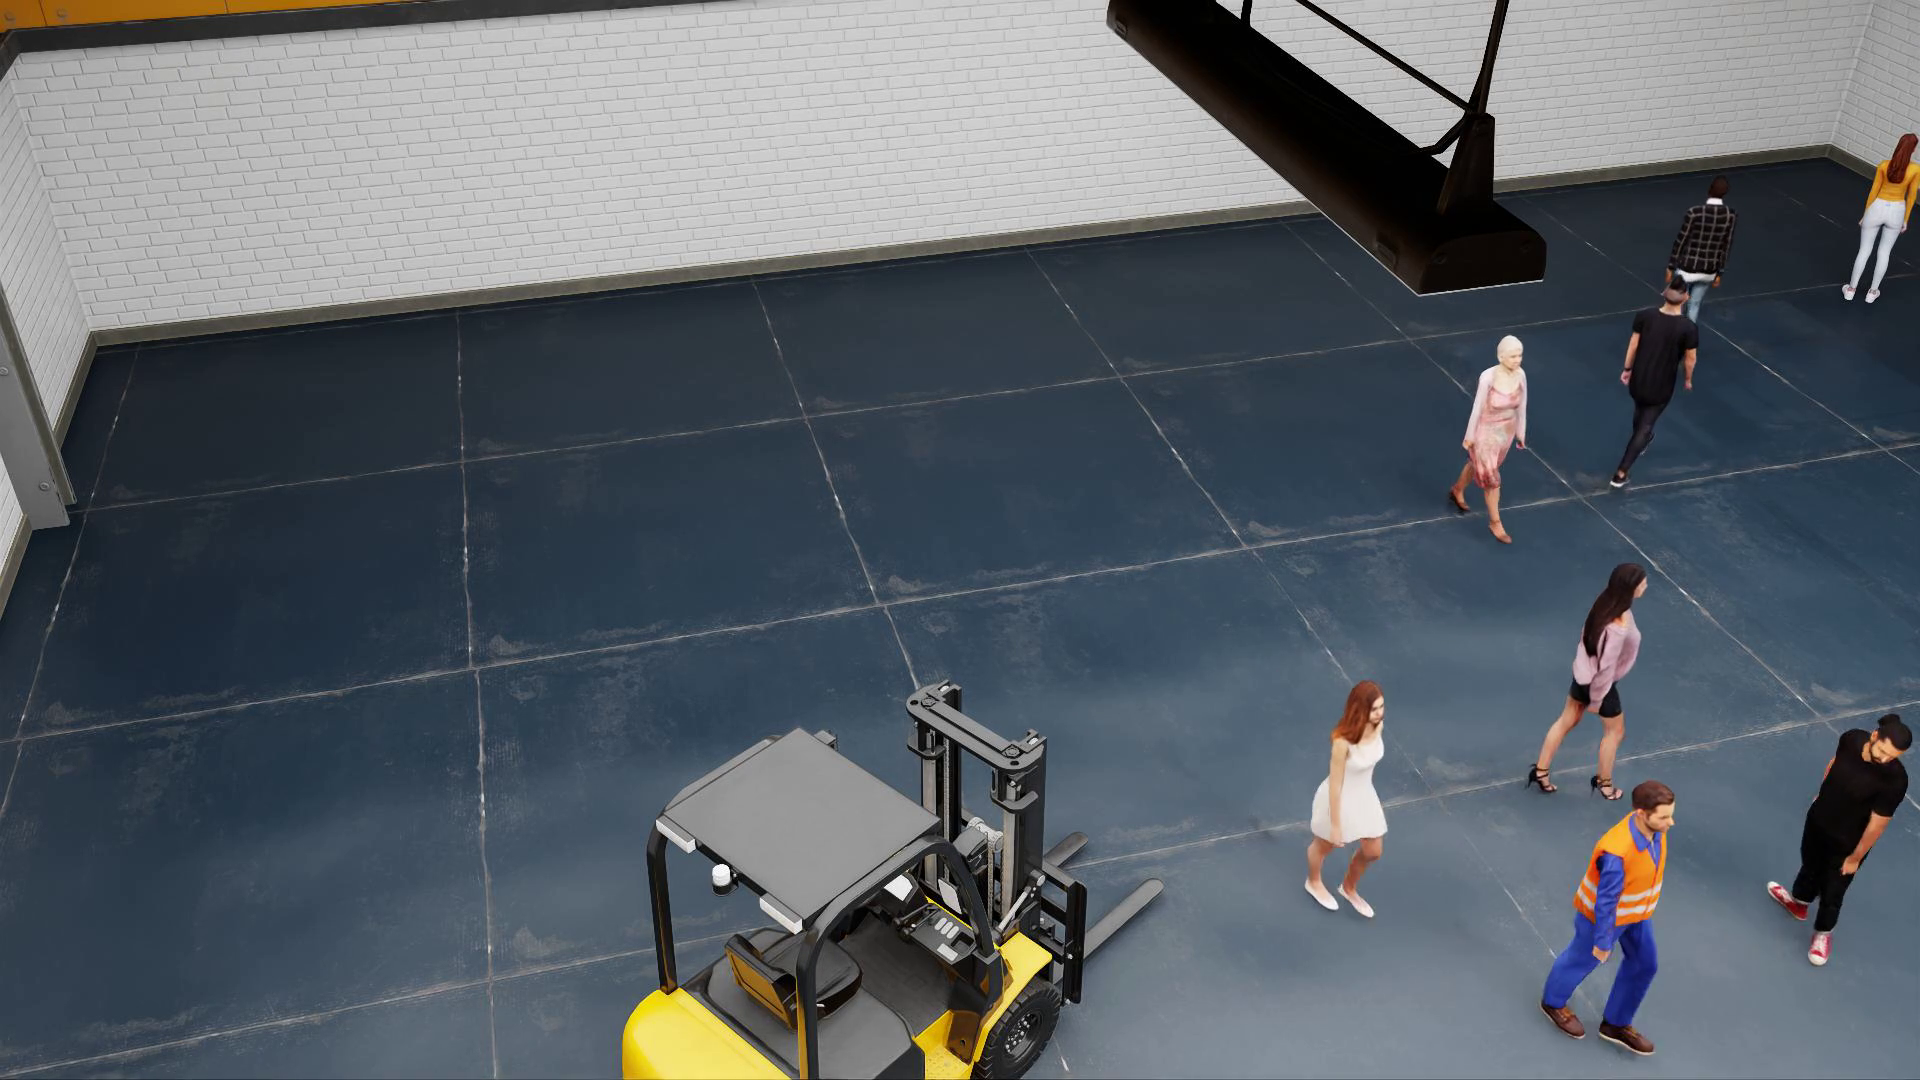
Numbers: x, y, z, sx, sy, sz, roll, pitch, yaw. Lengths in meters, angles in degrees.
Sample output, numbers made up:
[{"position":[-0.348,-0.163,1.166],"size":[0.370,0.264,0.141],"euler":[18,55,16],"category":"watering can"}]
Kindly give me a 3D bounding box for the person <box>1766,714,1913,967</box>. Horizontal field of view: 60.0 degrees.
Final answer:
[{"position":[4.970,1.580,9.391],"size":[0.881,1.729,0.471],"euler":[0,34,1],"category":"person"}]

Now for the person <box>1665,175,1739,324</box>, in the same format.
[{"position":[6.838,-2.463,15.401],"size":[0.888,1.809,1.019],"euler":[5,34,8],"category":"person"}]

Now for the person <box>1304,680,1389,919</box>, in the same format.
[{"position":[2.164,1.454,9.610],"size":[0.640,1.697,0.712],"euler":[-16,37,-22],"category":"person"}]

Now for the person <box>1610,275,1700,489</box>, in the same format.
[{"position":[5.652,-1.275,13.609],"size":[1.218,1.814,1.126],"euler":[29,43,36],"category":"person"}]

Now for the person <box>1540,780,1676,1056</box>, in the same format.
[{"position":[3.370,1.917,8.779],"size":[0.915,1.844,0.998],"euler":[-24,41,-32],"category":"person"}]

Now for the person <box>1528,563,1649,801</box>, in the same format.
[{"position":[3.856,0.901,10.362],"size":[0.845,1.785,0.861],"euler":[1,34,2],"category":"person"}]

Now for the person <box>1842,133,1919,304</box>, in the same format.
[{"position":[9.224,-3.216,16.587],"size":[0.691,1.751,0.740],"euler":[15,36,21],"category":"person"}]

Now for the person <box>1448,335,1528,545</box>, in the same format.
[{"position":[4.159,-0.862,13.144],"size":[0.718,1.642,1.078],"euler":[-14,36,-20],"category":"person"}]
